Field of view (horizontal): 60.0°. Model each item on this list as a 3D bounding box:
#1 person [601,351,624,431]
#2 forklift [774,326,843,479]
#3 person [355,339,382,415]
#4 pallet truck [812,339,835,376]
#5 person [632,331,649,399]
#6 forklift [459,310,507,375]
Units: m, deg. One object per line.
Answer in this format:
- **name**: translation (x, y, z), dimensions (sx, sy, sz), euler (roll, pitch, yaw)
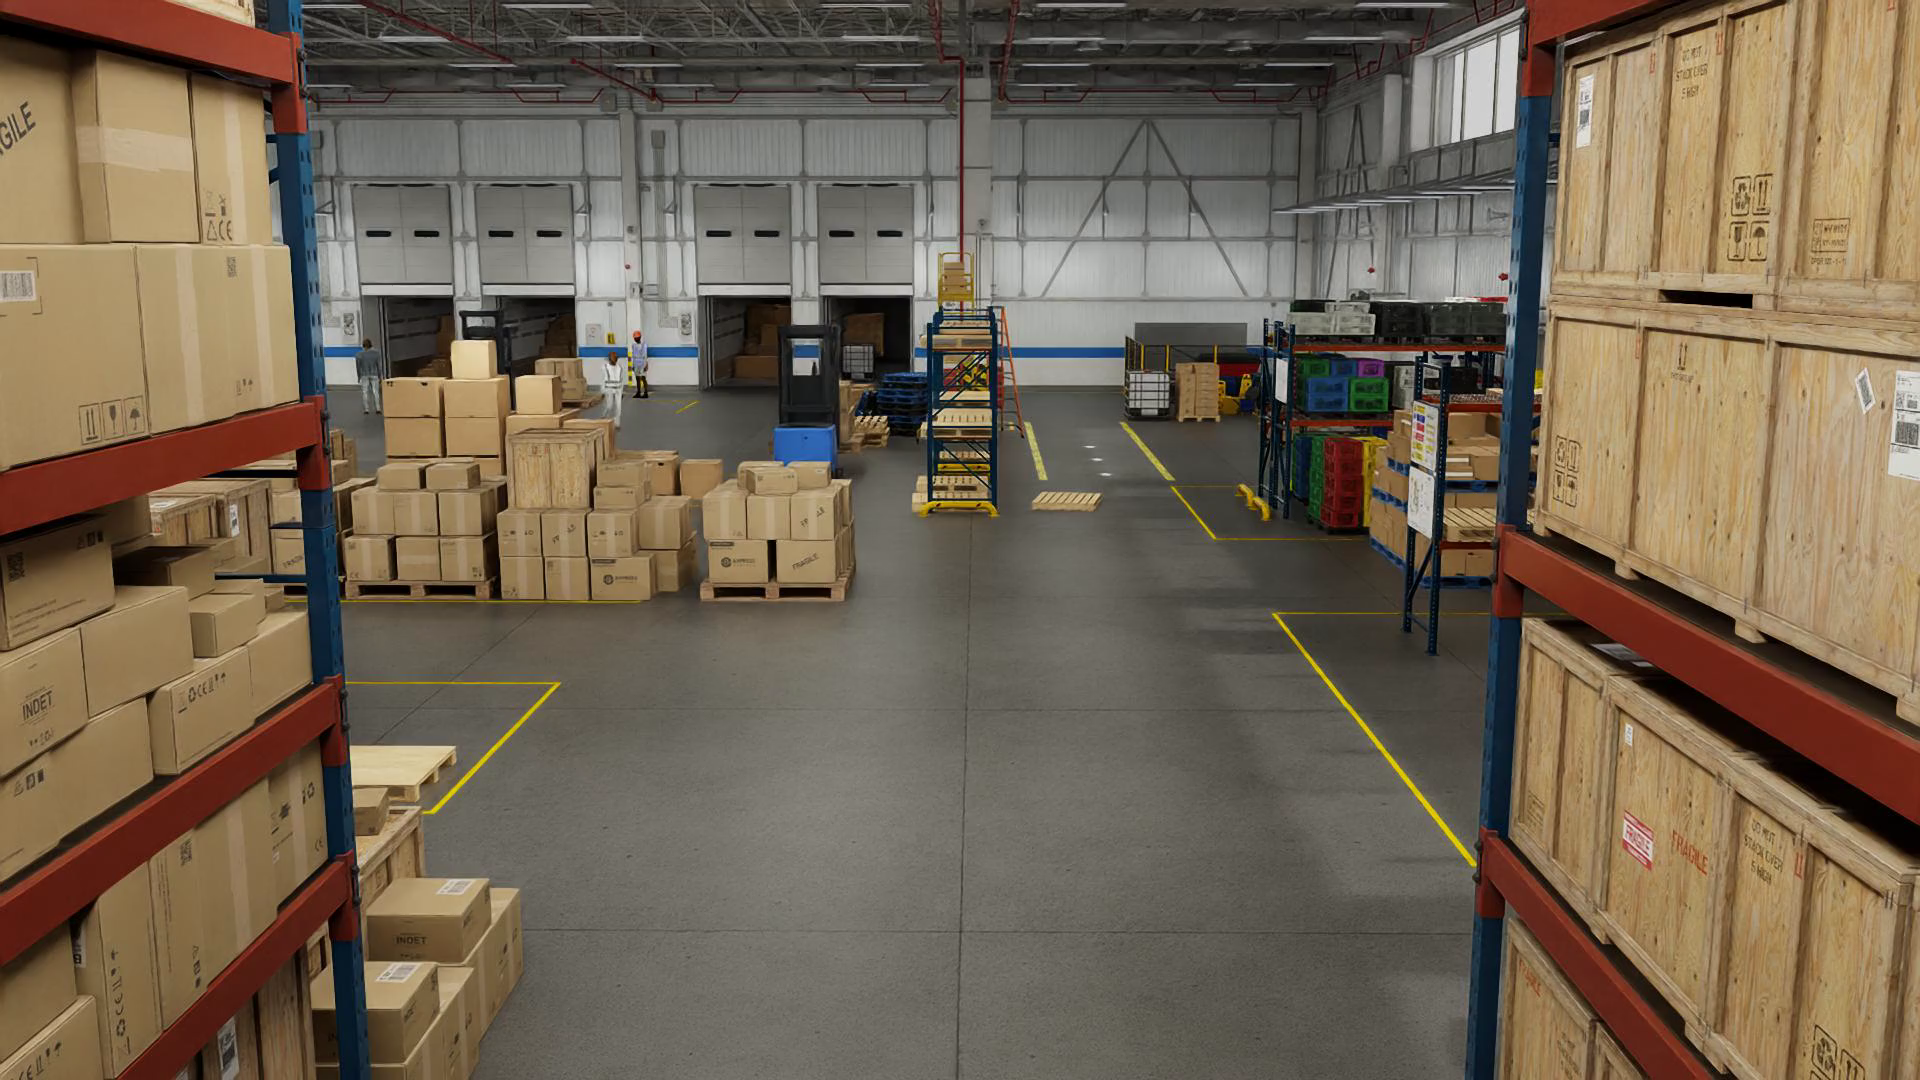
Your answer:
- **person**: translation (-8.060, -3.460, 38.573), dimensions (0.580, 1.864, 0.641), euler (-7, 12, -35)
- **forklift**: translation (-2.729, -2.428, 29.712), dimensions (1.129, 2.768, 1.873), euler (0, 10, 1)
- **person**: translation (-15.063, -4.160, 42.419), dimensions (0.632, 1.940, 0.372), euler (-3, 10, -16)
- **pallet truck**: translation (-3.021, -4.312, 43.126), dimensions (1.885, 1.965, 0.823), euler (3, 10, 17)
- **person**: translation (-9.097, -4.964, 47.104), dimensions (0.544, 1.928, 0.393), euler (7, 12, 35)
- **forklift**: translation (-10.776, -3.806, 37.658), dimensions (1.129, 2.768, 1.873), euler (0, 10, 1)
